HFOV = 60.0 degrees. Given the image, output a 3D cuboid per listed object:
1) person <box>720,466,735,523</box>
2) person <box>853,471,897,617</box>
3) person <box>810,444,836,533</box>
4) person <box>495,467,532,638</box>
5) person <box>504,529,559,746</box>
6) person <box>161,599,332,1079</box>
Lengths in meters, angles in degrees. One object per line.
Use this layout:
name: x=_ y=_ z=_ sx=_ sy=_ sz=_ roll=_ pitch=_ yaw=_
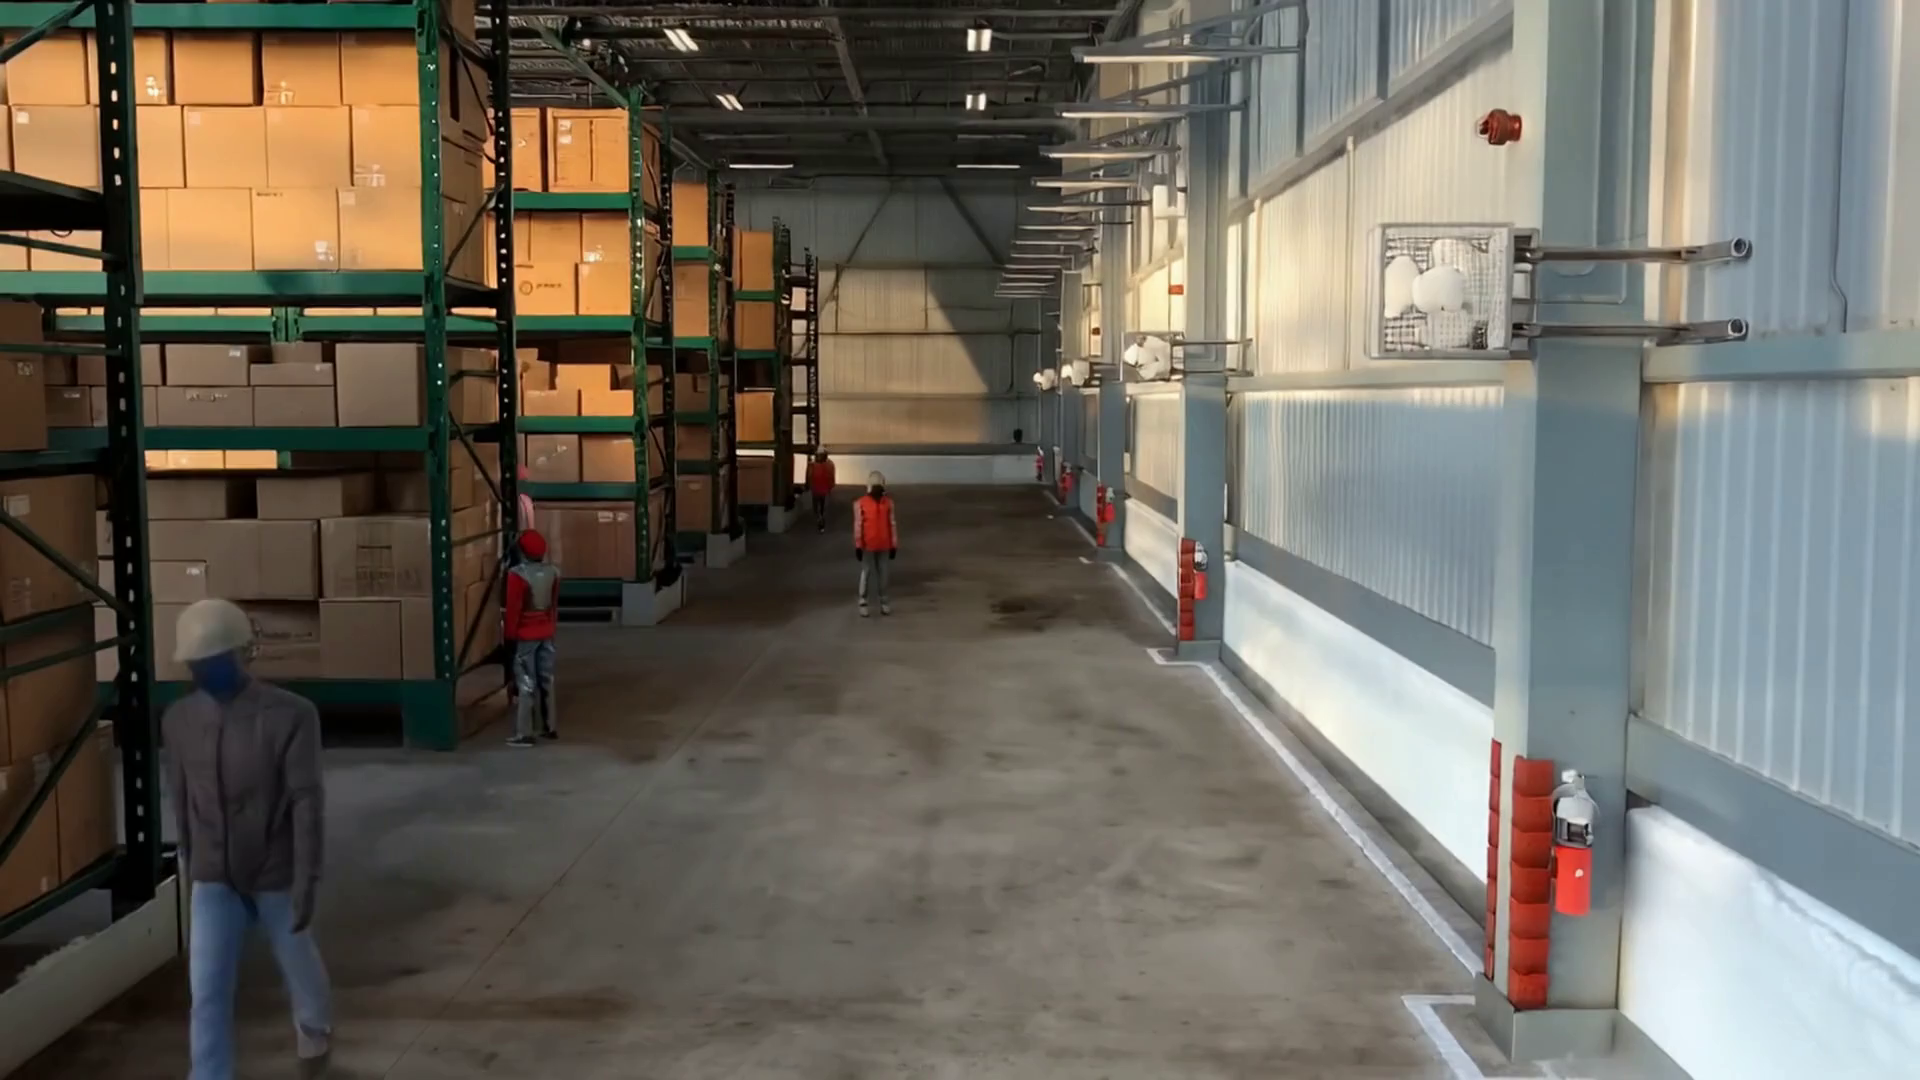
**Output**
person: x=-4.080 y=-0.736 z=28.590 sx=0.440 sy=1.829 sz=0.619 roll=1 pitch=5 yaw=7
person: x=-1.000 y=0.051 z=19.856 sx=0.566 sy=1.744 sz=0.350 roll=-3 pitch=6 yaw=-31
person: x=-2.641 y=-0.993 z=32.067 sx=0.505 sy=1.726 sz=0.377 roll=0 pitch=5 yaw=-3
person: x=-4.802 y=0.121 z=18.014 sx=0.460 sy=1.921 sz=0.562 roll=0 pitch=5 yaw=-2
person: x=-3.228 y=0.732 z=12.582 sx=0.318 sy=1.631 sz=0.524 roll=3 pitch=6 yaw=29
person: x=-2.526 y=1.159 z=5.928 sx=0.625 sy=1.932 sz=1.057 roll=0 pitch=5 yaw=0
